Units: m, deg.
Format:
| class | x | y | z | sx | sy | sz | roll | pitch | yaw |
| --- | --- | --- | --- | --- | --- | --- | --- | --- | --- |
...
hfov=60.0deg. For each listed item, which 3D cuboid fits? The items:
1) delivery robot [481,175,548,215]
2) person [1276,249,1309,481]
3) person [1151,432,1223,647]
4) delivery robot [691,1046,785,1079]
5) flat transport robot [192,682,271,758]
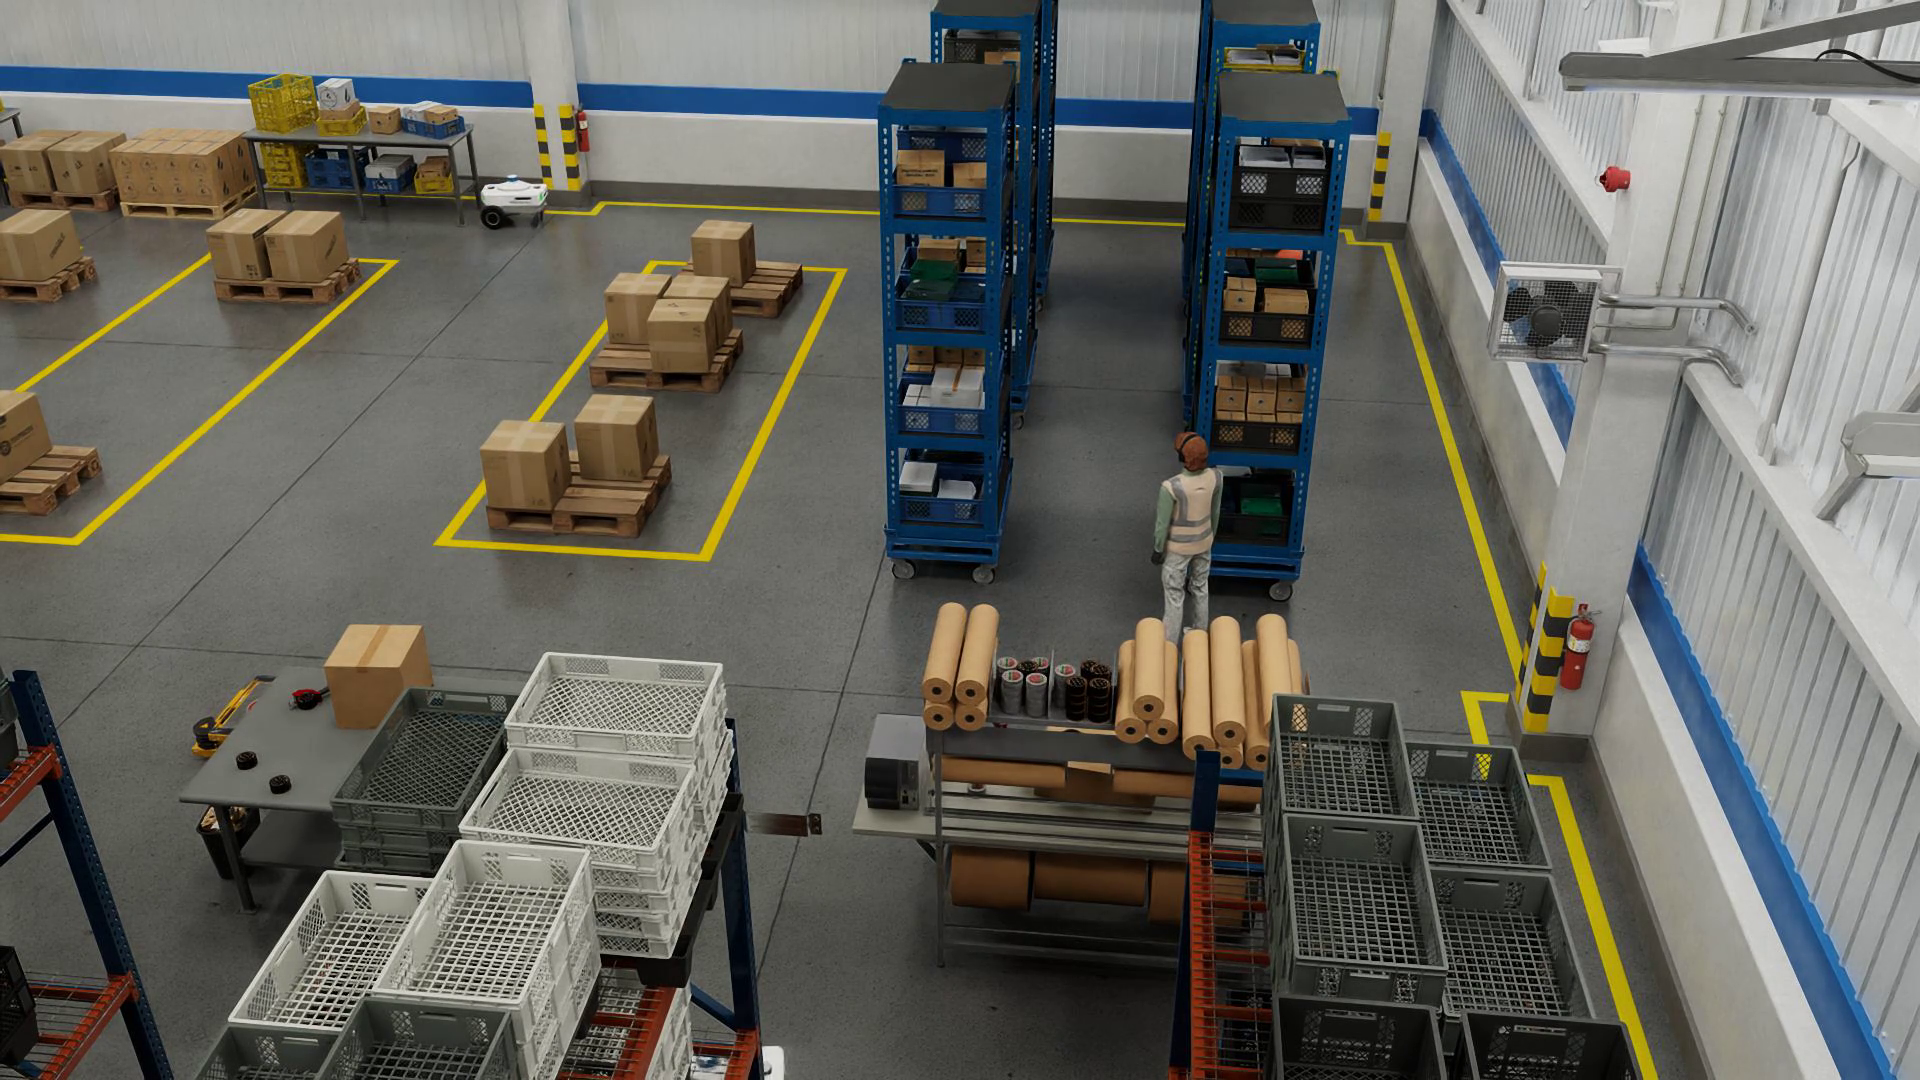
| class | x | y | z | sx | sy | sz | roll | pitch | yaw |
| --- | --- | --- | --- | --- | --- | --- | --- | --- | --- |
| delivery robot | -5.090 | -3.934 | 19.033 | 0.707 | 0.478 | 0.477 | -1 | 30 | -2 |
| person | 2.553 | -1.398 | 13.349 | 0.397 | 1.990 | 0.622 | -23 | 37 | -34 |
| person | 1.531 | 0.035 | 11.245 | 0.521 | 1.632 | 0.315 | -17 | 34 | -27 |
| delivery robot | -1.176 | 2.583 | 7.840 | 0.707 | 0.478 | 0.477 | -2 | 30 | -4 |
| flat transport robot | -4.089 | 1.163 | 10.648 | 1.431 | 0.197 | 0.652 | 3 | 30 | 6 |
